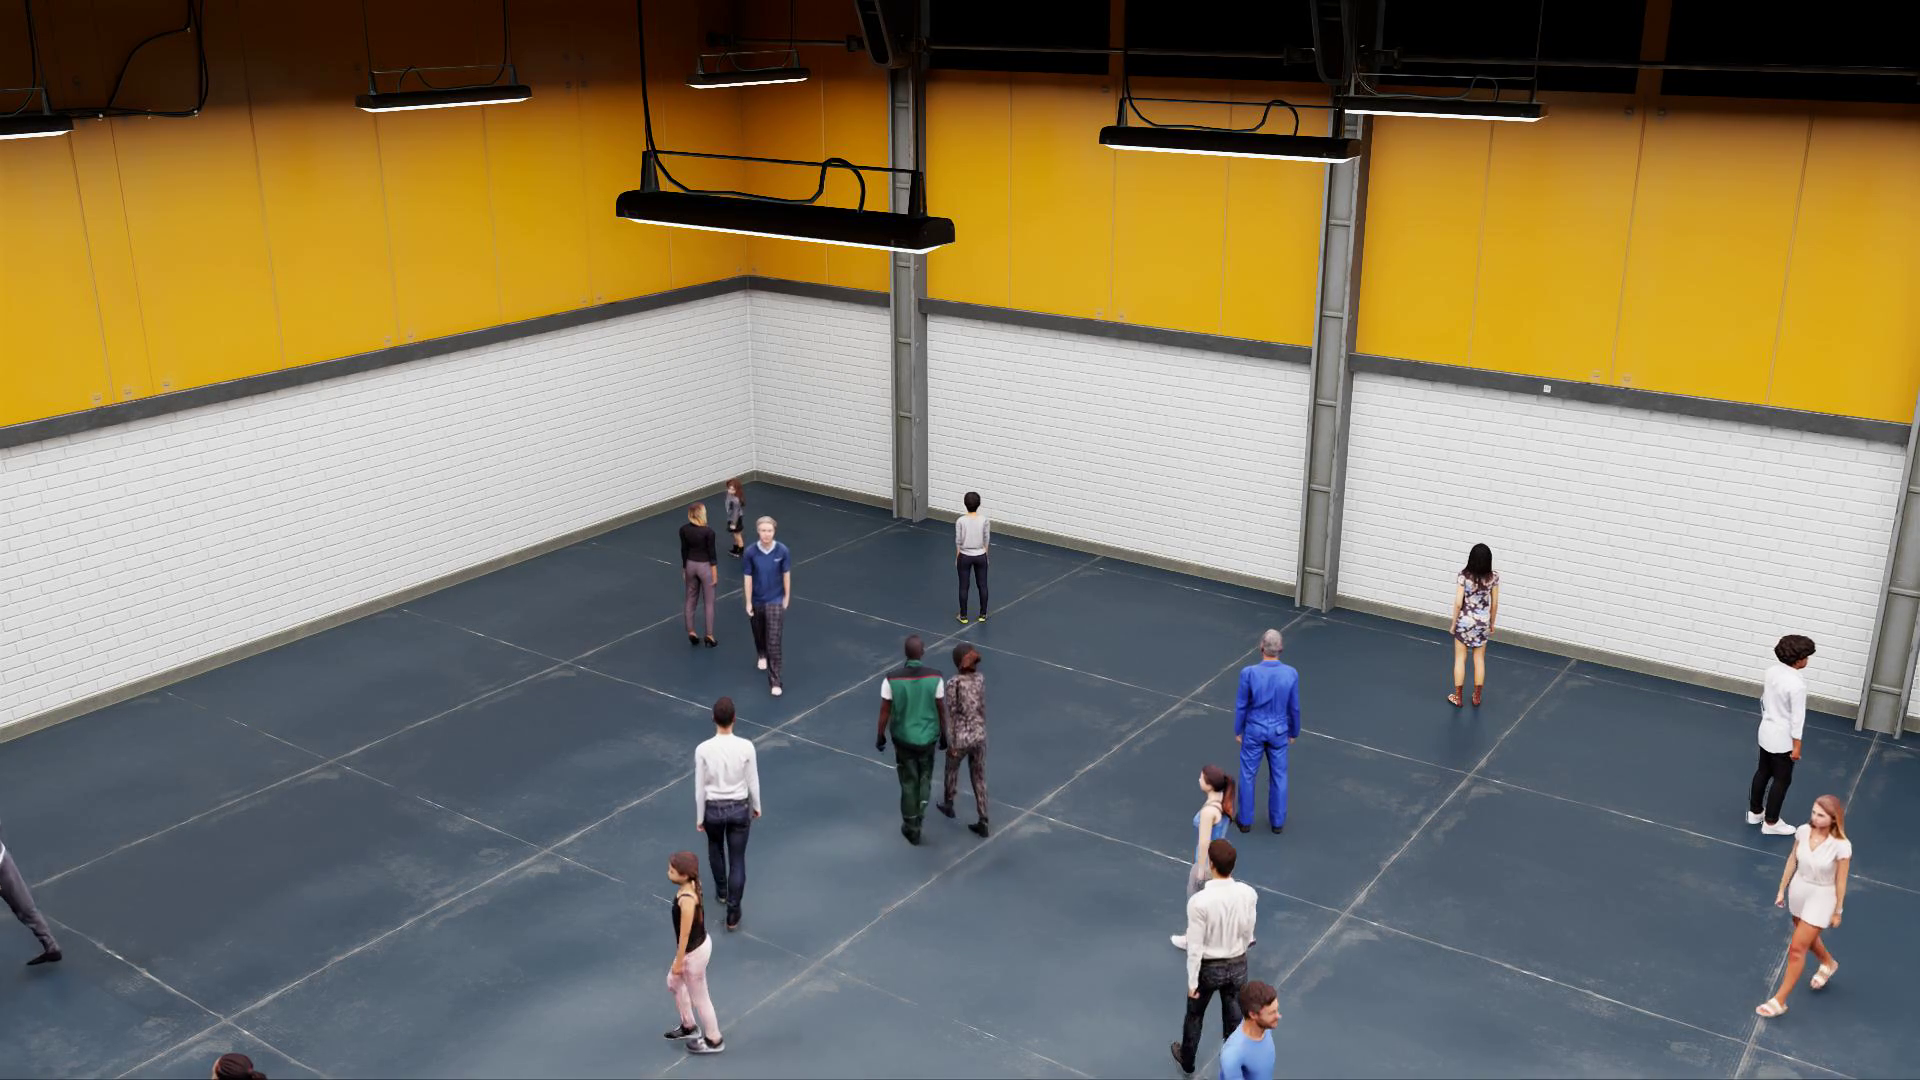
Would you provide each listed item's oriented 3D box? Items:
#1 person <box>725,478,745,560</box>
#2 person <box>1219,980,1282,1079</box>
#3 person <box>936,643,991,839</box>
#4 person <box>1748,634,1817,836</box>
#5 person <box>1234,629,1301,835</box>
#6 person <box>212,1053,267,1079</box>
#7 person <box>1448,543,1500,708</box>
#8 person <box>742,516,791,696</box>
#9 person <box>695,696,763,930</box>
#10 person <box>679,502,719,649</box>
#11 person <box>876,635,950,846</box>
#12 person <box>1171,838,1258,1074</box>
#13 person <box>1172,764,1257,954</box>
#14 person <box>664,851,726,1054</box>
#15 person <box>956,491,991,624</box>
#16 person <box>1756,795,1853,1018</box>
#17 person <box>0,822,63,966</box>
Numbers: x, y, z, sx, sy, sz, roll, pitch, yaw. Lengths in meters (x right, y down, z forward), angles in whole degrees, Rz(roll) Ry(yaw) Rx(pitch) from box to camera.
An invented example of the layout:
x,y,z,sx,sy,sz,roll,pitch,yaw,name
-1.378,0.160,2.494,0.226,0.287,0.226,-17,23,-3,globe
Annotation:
x,y,z,sx,sy,sz,roll,pitch,yaw,name
-2.895,-0.305,21.317,0.648,1.089,0.541,-2,19,-6,person
1.506,3.284,9.471,0.694,1.847,0.661,14,23,36,person
0.095,1.754,14.279,0.832,1.679,1.022,-12,22,-31,person
7.076,1.658,14.361,0.785,1.809,0.733,-3,19,-8,person
2.637,1.656,14.342,0.722,1.824,0.848,0,19,1,person
-3.870,3.515,9.124,0.720,1.632,0.723,3,19,7,person
5.196,0.857,16.858,0.637,1.733,0.738,0,19,0,person
-2.035,0.629,17.379,1.185,1.833,1.181,-1,19,-4,person
-1.805,2.147,12.851,1.006,1.845,1.040,-2,19,-5,person
-2.874,0.389,18.354,0.556,1.666,0.695,7,20,20,person
-0.361,1.734,14.133,0.891,1.810,0.972,-3,19,-10,person
1.720,2.858,10.744,1.007,1.842,1.081,-4,19,-12,person
1.936,2.421,12.423,0.919,1.599,0.614,15,23,37,person
-1.754,2.808,11.351,0.780,1.550,0.708,-1,19,-2,person
0.144,0.192,19.115,0.609,1.553,0.670,-3,19,-9,person
6.141,2.572,11.878,0.991,1.661,1.138,-9,21,-26,person
-7.032,2.433,12.196,1.138,1.722,1.168,-6,19,-16,person
